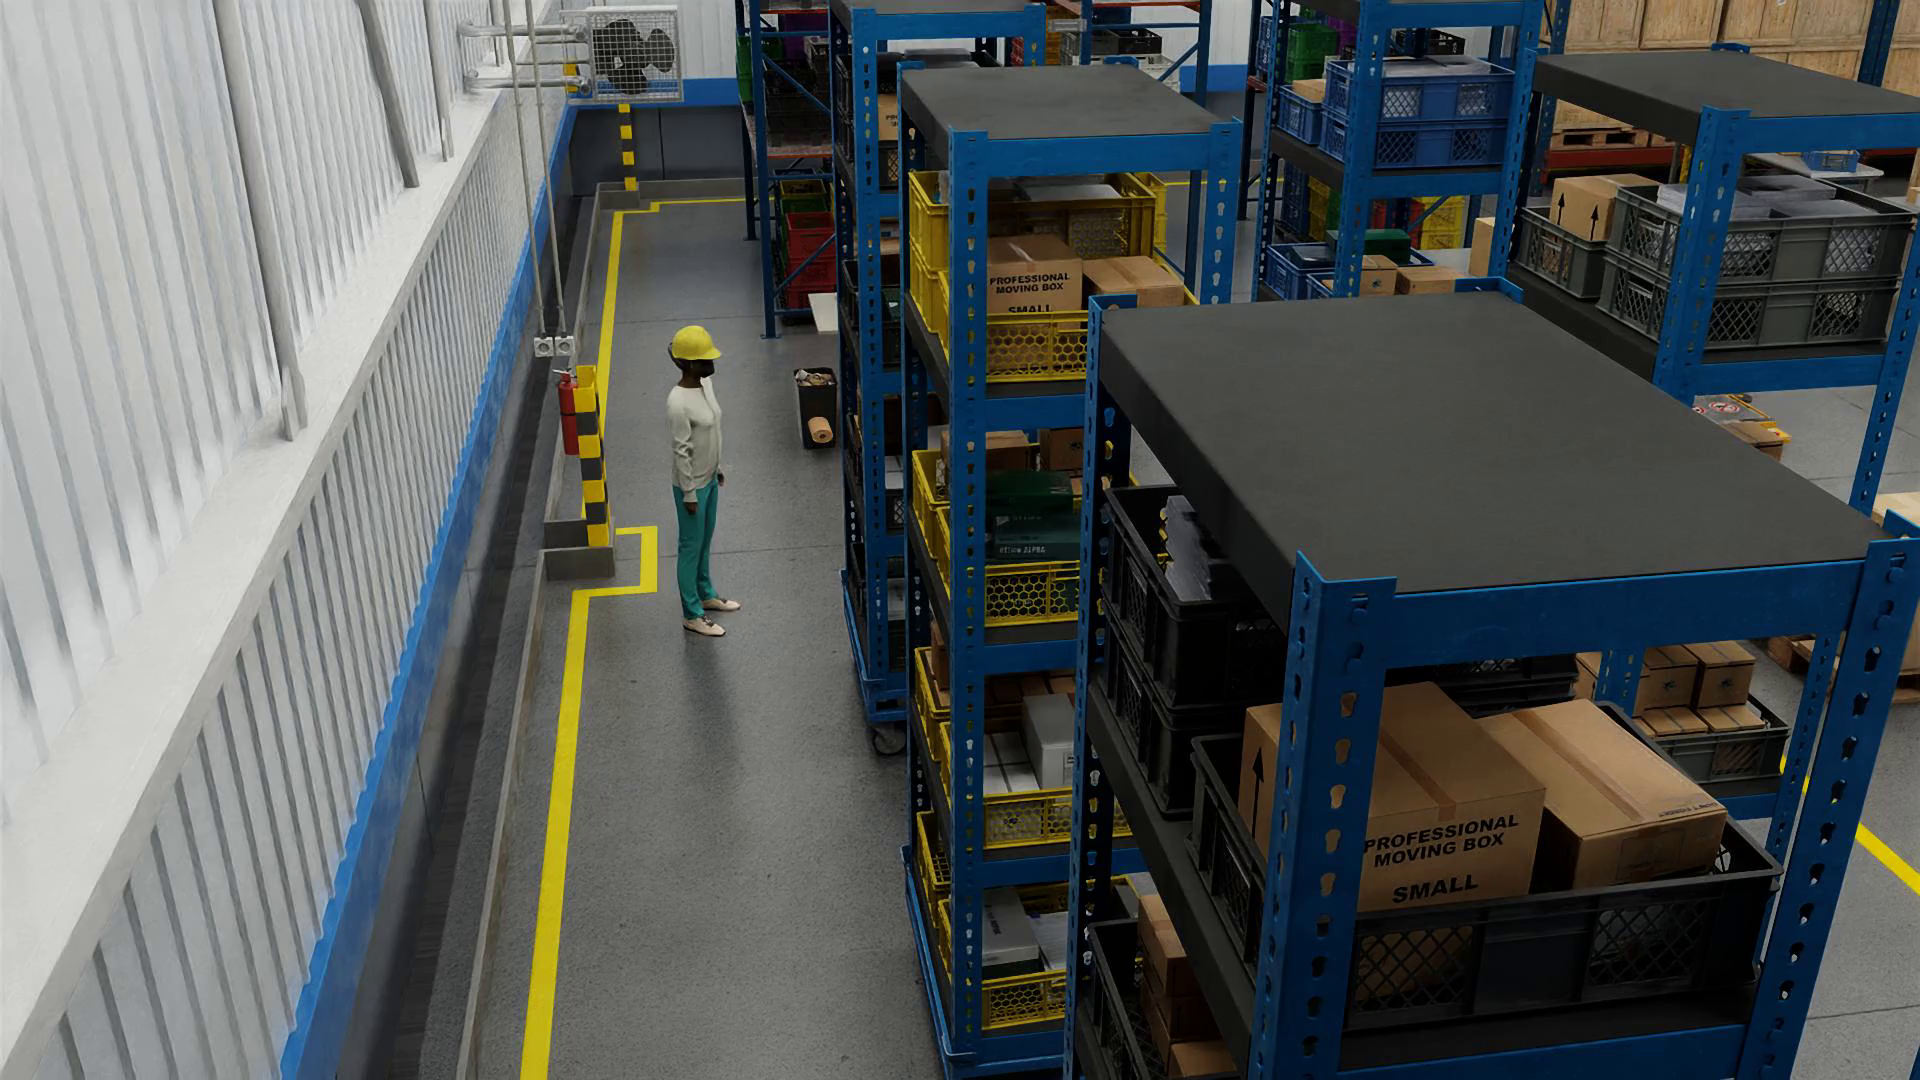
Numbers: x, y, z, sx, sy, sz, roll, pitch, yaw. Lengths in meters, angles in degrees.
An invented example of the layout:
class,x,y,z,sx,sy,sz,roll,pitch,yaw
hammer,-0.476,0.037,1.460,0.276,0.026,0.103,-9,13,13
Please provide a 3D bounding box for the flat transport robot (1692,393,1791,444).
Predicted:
class,x,y,z,sx,sy,sz,roll,pitch,yaw
flat transport robot,5.224,-0.859,12.132,1.431,0.197,0.652,-4,25,-8

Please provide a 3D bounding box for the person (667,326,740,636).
class,x,y,z,sx,sy,sz,roll,pitch,yaw
person,-1.439,-0.337,9.239,0.310,1.768,0.522,4,25,9

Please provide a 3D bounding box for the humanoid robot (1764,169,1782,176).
class,x,y,z,sx,sy,sz,roll,pitch,yaw
humanoid robot,6.322,-2.116,13.212,0.568,1.651,0.342,9,26,19
